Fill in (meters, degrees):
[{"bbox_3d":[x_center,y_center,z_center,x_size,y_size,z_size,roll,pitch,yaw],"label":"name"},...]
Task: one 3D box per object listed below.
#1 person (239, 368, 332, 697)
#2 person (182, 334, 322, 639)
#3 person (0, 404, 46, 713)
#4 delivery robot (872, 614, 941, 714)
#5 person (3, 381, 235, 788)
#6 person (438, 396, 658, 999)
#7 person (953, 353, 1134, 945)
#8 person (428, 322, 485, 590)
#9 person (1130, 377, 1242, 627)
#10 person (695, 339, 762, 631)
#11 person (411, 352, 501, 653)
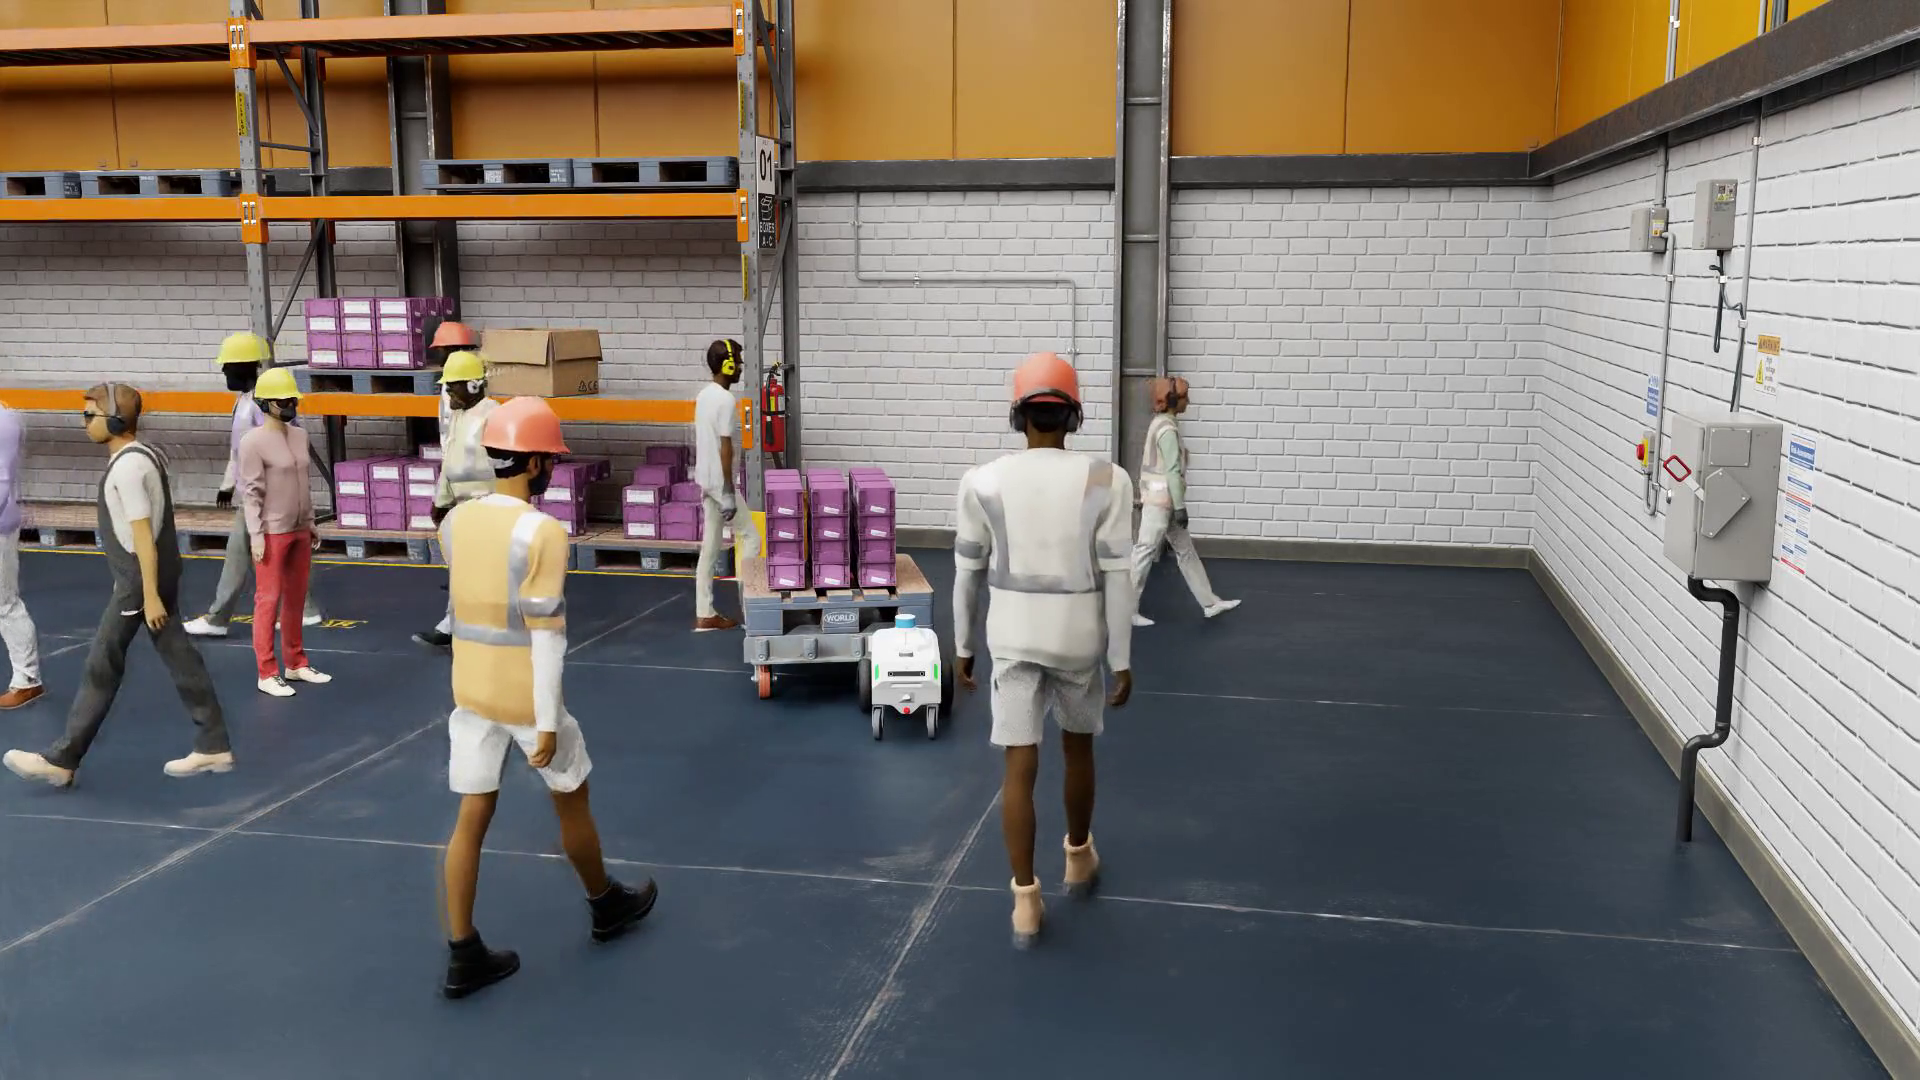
[{"bbox_3d":[-3.656,-0.047,9.019,0.314,1.767,0.534,2,10,15],"label":"person"},{"bbox_3d":[-4.481,-0.328,10.354,0.943,1.885,0.598,-5,11,-27],"label":"person"},{"bbox_3d":[-5.032,-0.016,8.394,0.644,1.906,0.800,4,10,23],"label":"person"},{"bbox_3d":[-0.274,0.618,8.368,0.477,0.478,0.707,0,9,-3],"label":"delivery robot"},{"bbox_3d":[-3.753,0.205,7.374,0.955,1.799,0.542,-3,10,-18],"label":"person"},{"bbox_3d":[-1.400,0.475,5.474,0.562,1.889,0.936,5,11,28],"label":"person"},{"bbox_3d":[0.300,0.345,5.925,0.640,2.002,0.916,1,10,7],"label":"person"},{"bbox_3d":[-3.512,-0.572,11.711,0.430,1.920,0.571,0,9,2],"label":"person"},{"bbox_3d":[1.391,-0.229,10.582,0.851,1.594,0.543,1,9,4],"label":"person"},{"bbox_3d":[-1.396,-0.342,10.557,0.713,1.841,0.539,-6,11,-31],"label":"person"},{"bbox_3d":[-2.994,-0.229,10.018,0.871,1.789,0.616,-7,12,-36],"label":"person"}]
